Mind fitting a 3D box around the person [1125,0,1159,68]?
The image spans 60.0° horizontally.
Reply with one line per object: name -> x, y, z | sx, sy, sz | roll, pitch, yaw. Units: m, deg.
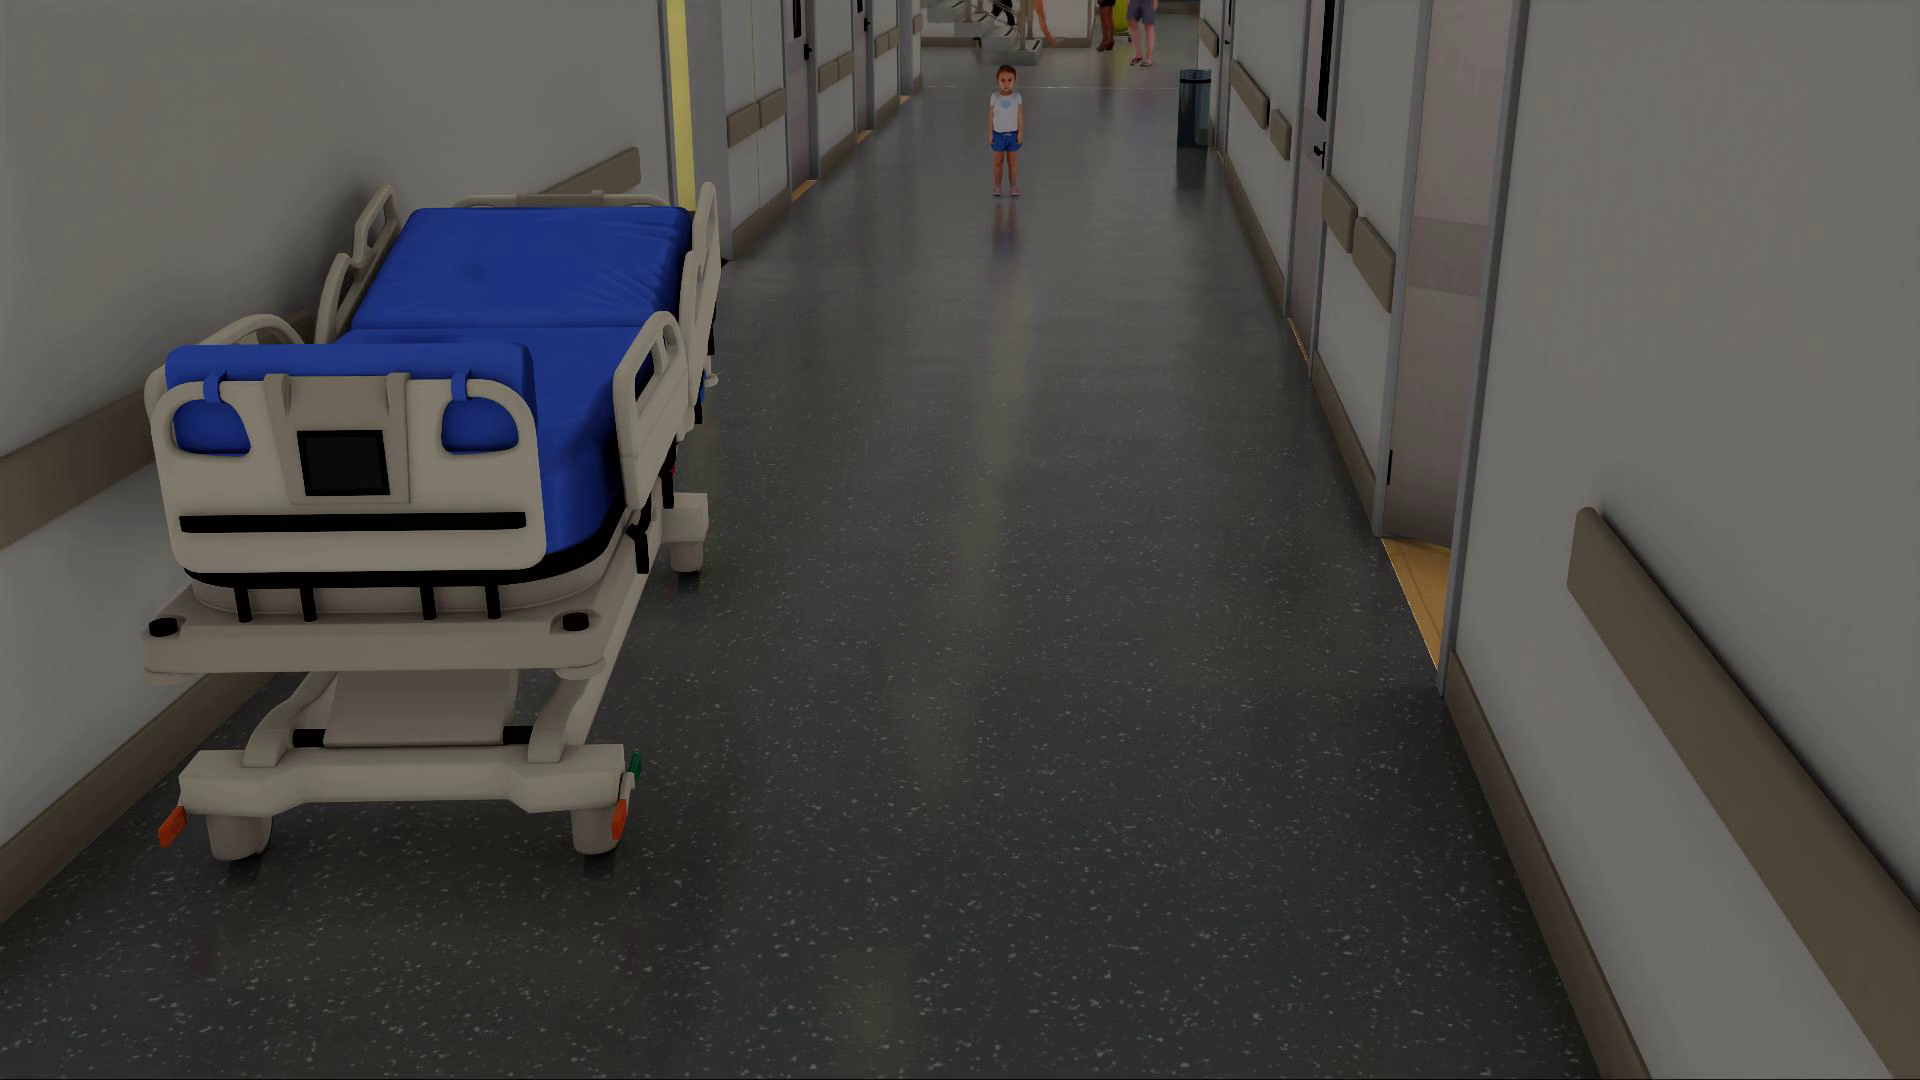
person -> 2.714, -7.795, 24.071 | 0.719, 1.819, 0.844 | 12, 24, 28

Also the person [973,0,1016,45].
person -> 0.599, -8.881, 27.219 | 1.082, 1.621, 0.647 | 0, 21, 0

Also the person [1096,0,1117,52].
person -> 2.395, -8.746, 26.842 | 0.734, 1.635, 0.696 | 13, 25, 31

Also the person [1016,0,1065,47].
person -> 1.101, -8.880, 27.133 | 1.185, 1.680, 0.790 | 5, 21, 13

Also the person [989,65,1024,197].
person -> 0.362, -3.244, 13.185 | 0.354, 1.020, 0.469 | 2, 21, 6
